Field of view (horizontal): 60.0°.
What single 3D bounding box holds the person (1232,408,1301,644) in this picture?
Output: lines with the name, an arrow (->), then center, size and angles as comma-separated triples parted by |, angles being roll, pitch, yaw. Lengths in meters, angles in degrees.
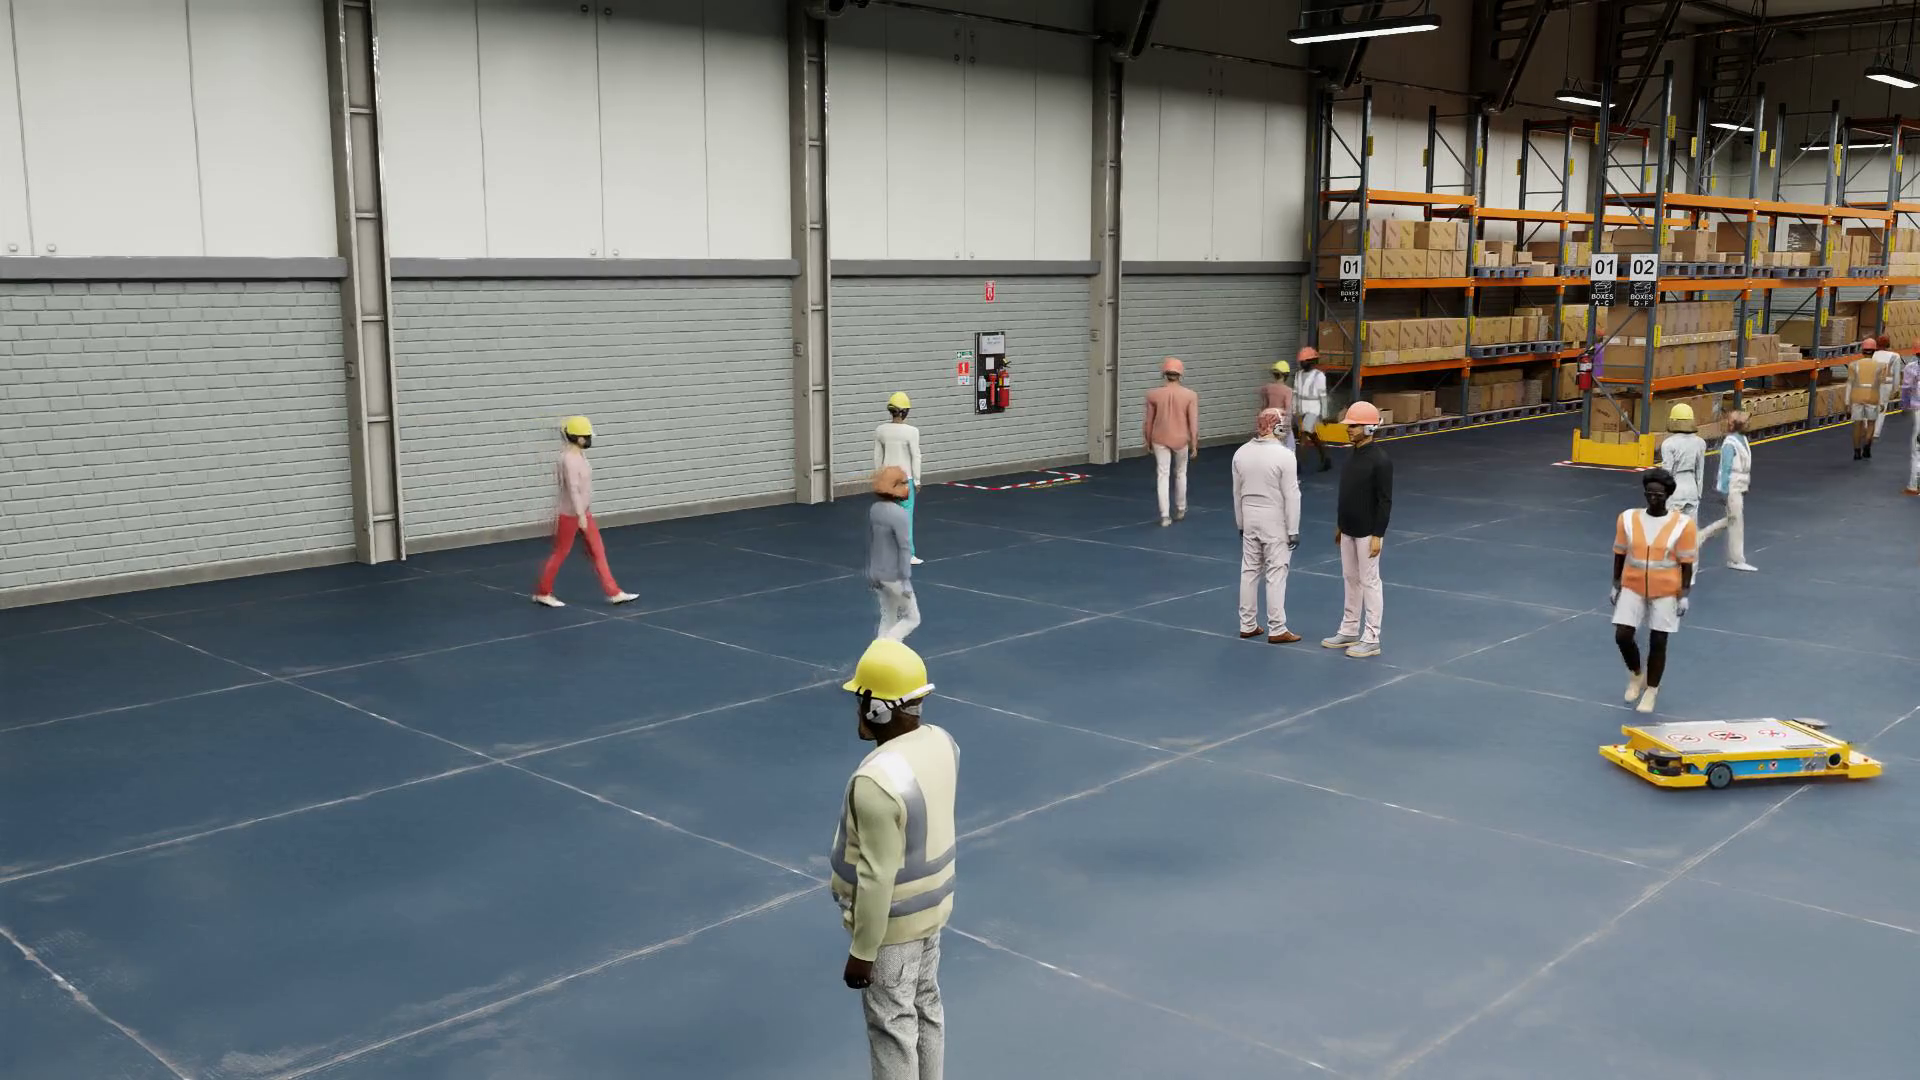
person -> 2.509, -0.118, 13.488 | 0.410, 1.906, 0.642 | -8, 12, -40

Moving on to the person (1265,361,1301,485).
person -> 4.483, -1.601, 23.035 | 0.699, 1.742, 0.531 | -8, 12, -41

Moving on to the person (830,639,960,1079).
person -> -0.224, 1.228, 5.503 | 0.404, 1.833, 0.590 | 3, 10, 20

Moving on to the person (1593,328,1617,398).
person -> 12.415, -3.132, 31.882 | 0.949, 1.891, 0.574 | -7, 12, -38

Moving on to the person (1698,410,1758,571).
person -> 7.723, -0.513, 16.736 | 0.629, 1.621, 0.523 | 7, 12, 36

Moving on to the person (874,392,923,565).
person -> -0.629, -0.620, 16.965 | 0.526, 1.769, 0.330 | 5, 10, 27

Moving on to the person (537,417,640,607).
person -> -3.377, -0.239, 14.792 | 0.926, 1.716, 0.549 | 1, 9, 5

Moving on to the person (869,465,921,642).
person -> -0.493, 0.270, 11.966 | 0.373, 1.617, 0.524 | -6, 11, -30

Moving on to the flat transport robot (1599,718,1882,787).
flat transport robot -> 4.683, 1.267, 10.009 | 1.431, 0.197, 0.652 | -1, 9, -9

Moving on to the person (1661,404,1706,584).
person -> 6.863, -0.432, 15.897 | 0.493, 1.740, 0.325 | -3, 10, -18

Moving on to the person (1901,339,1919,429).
person -> 14.280, -1.983, 24.585 | 0.673, 1.991, 0.500 | 5, 10, 27

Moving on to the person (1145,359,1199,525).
person -> 2.526, -1.181, 19.840 | 0.647, 1.936, 1.009 | 2, 10, 13

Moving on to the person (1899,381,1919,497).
person -> 12.796, -1.475, 21.750 | 0.637, 1.914, 0.838 | -2, 10, -13

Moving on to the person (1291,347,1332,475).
person -> 5.139, -1.889, 24.399 | 1.035, 1.883, 0.534 | -5, 10, -27

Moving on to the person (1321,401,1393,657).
person -> 3.130, -0.089, 13.029 | 0.378, 1.996, 0.611 | -3, 10, -19

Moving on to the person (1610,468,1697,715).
person -> 4.682, 0.351, 11.271 | 0.552, 1.682, 0.367 | 7, 11, 35

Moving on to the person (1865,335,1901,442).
person -> 16.068, -2.641, 29.018 | 0.584, 1.854, 0.808 | 7, 11, 35

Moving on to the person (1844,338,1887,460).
person -> 14.282, -2.223, 26.264 | 0.565, 1.915, 0.580 | 5, 11, 29
